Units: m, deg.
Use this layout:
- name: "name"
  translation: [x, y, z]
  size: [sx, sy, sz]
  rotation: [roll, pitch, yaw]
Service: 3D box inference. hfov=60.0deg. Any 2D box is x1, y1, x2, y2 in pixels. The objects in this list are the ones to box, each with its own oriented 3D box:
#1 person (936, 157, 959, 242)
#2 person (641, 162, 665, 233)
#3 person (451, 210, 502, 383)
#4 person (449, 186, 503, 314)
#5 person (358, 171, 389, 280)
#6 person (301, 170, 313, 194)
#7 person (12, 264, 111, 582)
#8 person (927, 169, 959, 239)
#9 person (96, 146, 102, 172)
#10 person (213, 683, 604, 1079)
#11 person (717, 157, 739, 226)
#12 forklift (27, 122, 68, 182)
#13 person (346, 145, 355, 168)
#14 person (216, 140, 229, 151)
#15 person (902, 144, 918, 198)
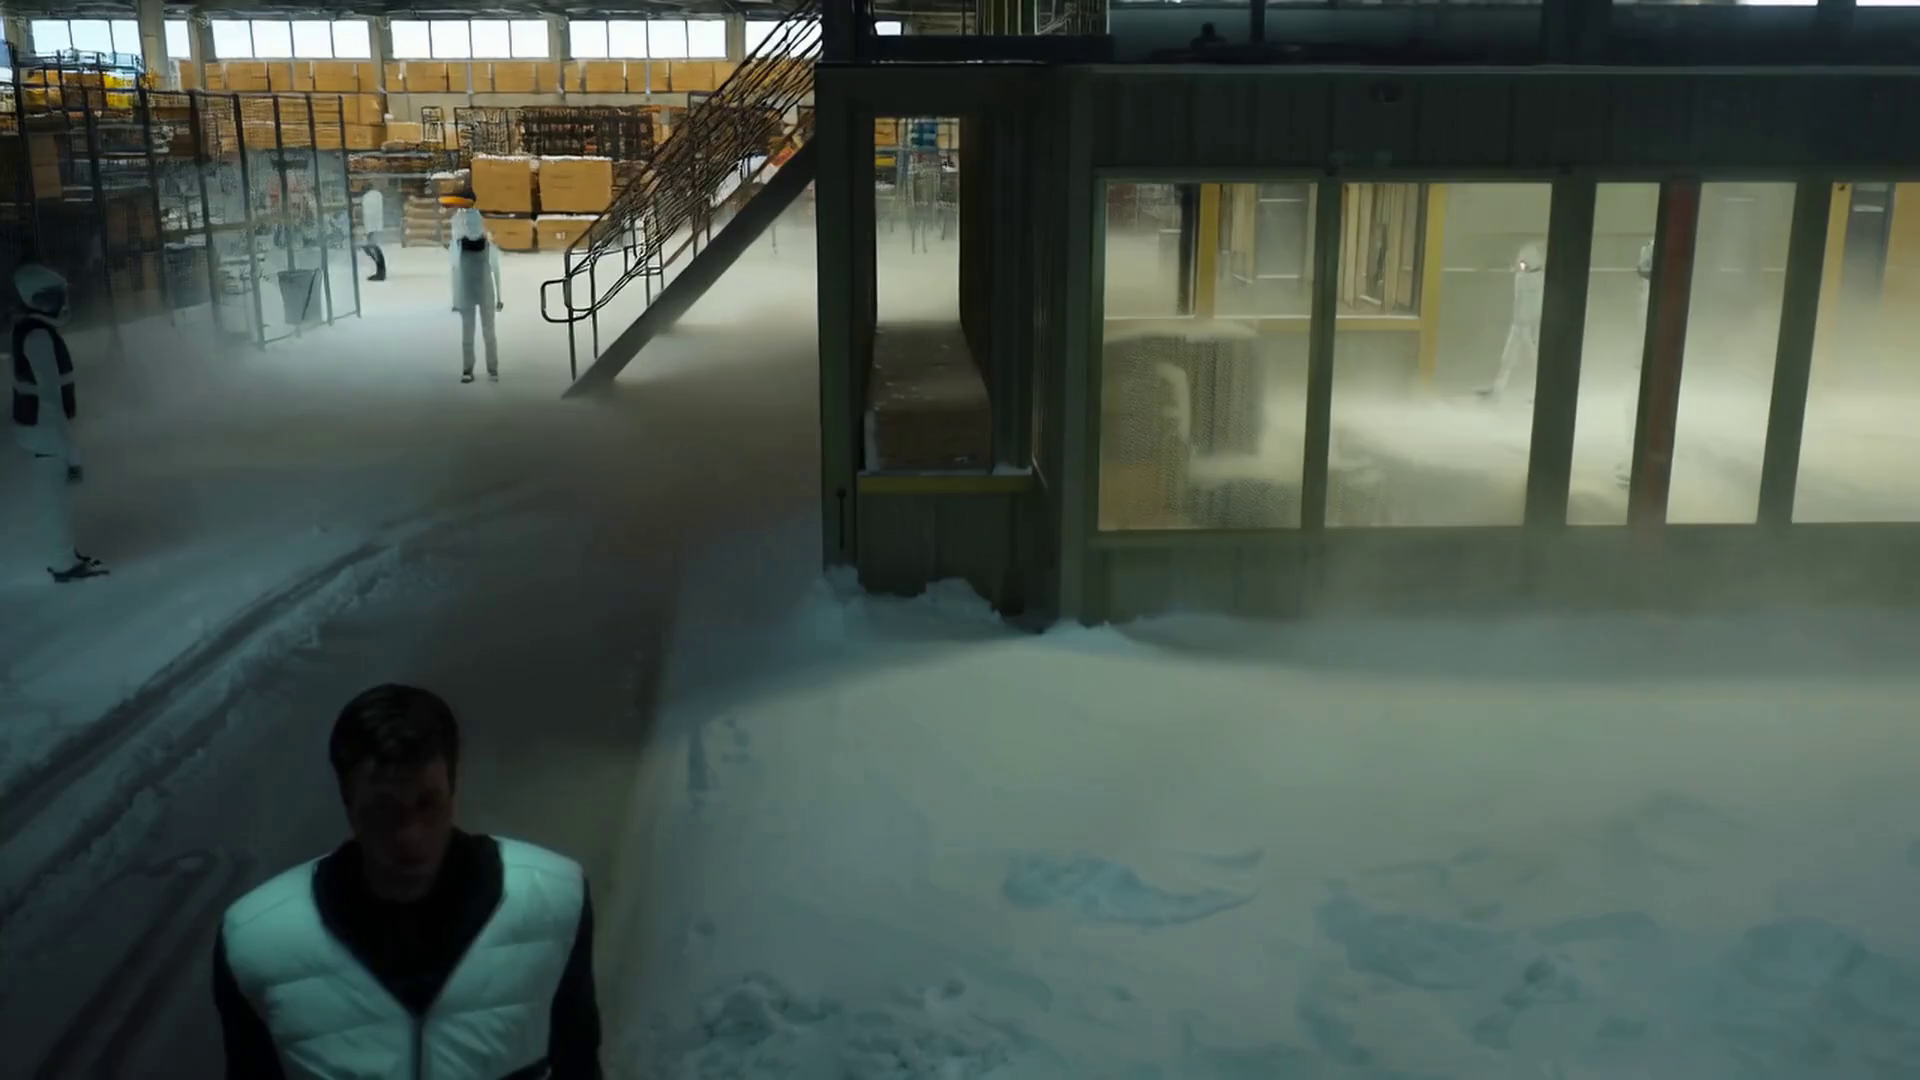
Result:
- name: "person"
  translation: [-0.243, -8.013, 39.191]
  size: [0.626, 1.979, 0.437]
  rotation: [2, 14, 7]
- name: "person"
  translation: [-7.826, -8.776, 42.531]
  size: [0.587, 1.835, 0.404]
  rotation: [2, 14, 7]
- name: "person"
  translation: [-5.193, -2.613, 17.891]
  size: [0.506, 1.839, 0.345]
  rotation: [-3, 14, -13]
- name: "person"
  translation: [-7.106, -4.216, 24.250]
  size: [1.020, 1.855, 0.575]
  rotation: [7, 16, 27]
- name: "person"
  translation: [-10.413, -5.562, 29.492]
  size: [0.419, 1.922, 0.554]
  rotation: [4, 15, 15]
- name: "person"
  translation: [-16.409, -8.556, 42.118]
  size: [0.502, 1.607, 0.725]
  rotation: [10, 17, 34]
- name: "person"
  translation: [-5.504, -0.699, 10.073]
  size: [0.390, 1.922, 0.591]
  rotation: [-10, 17, -34]
- name: "person"
  translation: [-0.372, -8.142, 40.249]
  size: [0.852, 1.711, 0.488]
  rotation: [1, 14, 2]
- name: "person"
  translation: [-28.990, -12.239, 55.948]
  size: [0.373, 2.044, 0.606]
  rotation: [-12, 18, -39]
- name: "person"
  translation: [-0.882, 1.131, 2.792]
  size: [0.586, 1.910, 0.396]
  rotation: [-5, 15, -21]
- name: "person"
  translation: [-6.224, -9.322, 44.607]
  size: [0.566, 1.894, 1.007]
  rotation: [1, 14, 5]
- name: "forklift"
  translation: [-35.376, -14.773, 64.377]
  size: [1.129, 2.768, 1.873]
  rotation: [-1, 14, -2]
- name: "person"
  translation: [-26.940, -16.543, 73.613]
  size: [0.654, 1.810, 0.602]
  rotation: [4, 15, 14]
- name: "person"
  translation: [-36.899, -19.059, 83.366]
  size: [0.630, 1.955, 0.908]
  rotation: [-8, 16, -28]
- name: "person"
  translation: [-1.834, -13.534, 61.167]
  size: [0.604, 2.023, 0.606]
  rotation: [-3, 14, -11]
